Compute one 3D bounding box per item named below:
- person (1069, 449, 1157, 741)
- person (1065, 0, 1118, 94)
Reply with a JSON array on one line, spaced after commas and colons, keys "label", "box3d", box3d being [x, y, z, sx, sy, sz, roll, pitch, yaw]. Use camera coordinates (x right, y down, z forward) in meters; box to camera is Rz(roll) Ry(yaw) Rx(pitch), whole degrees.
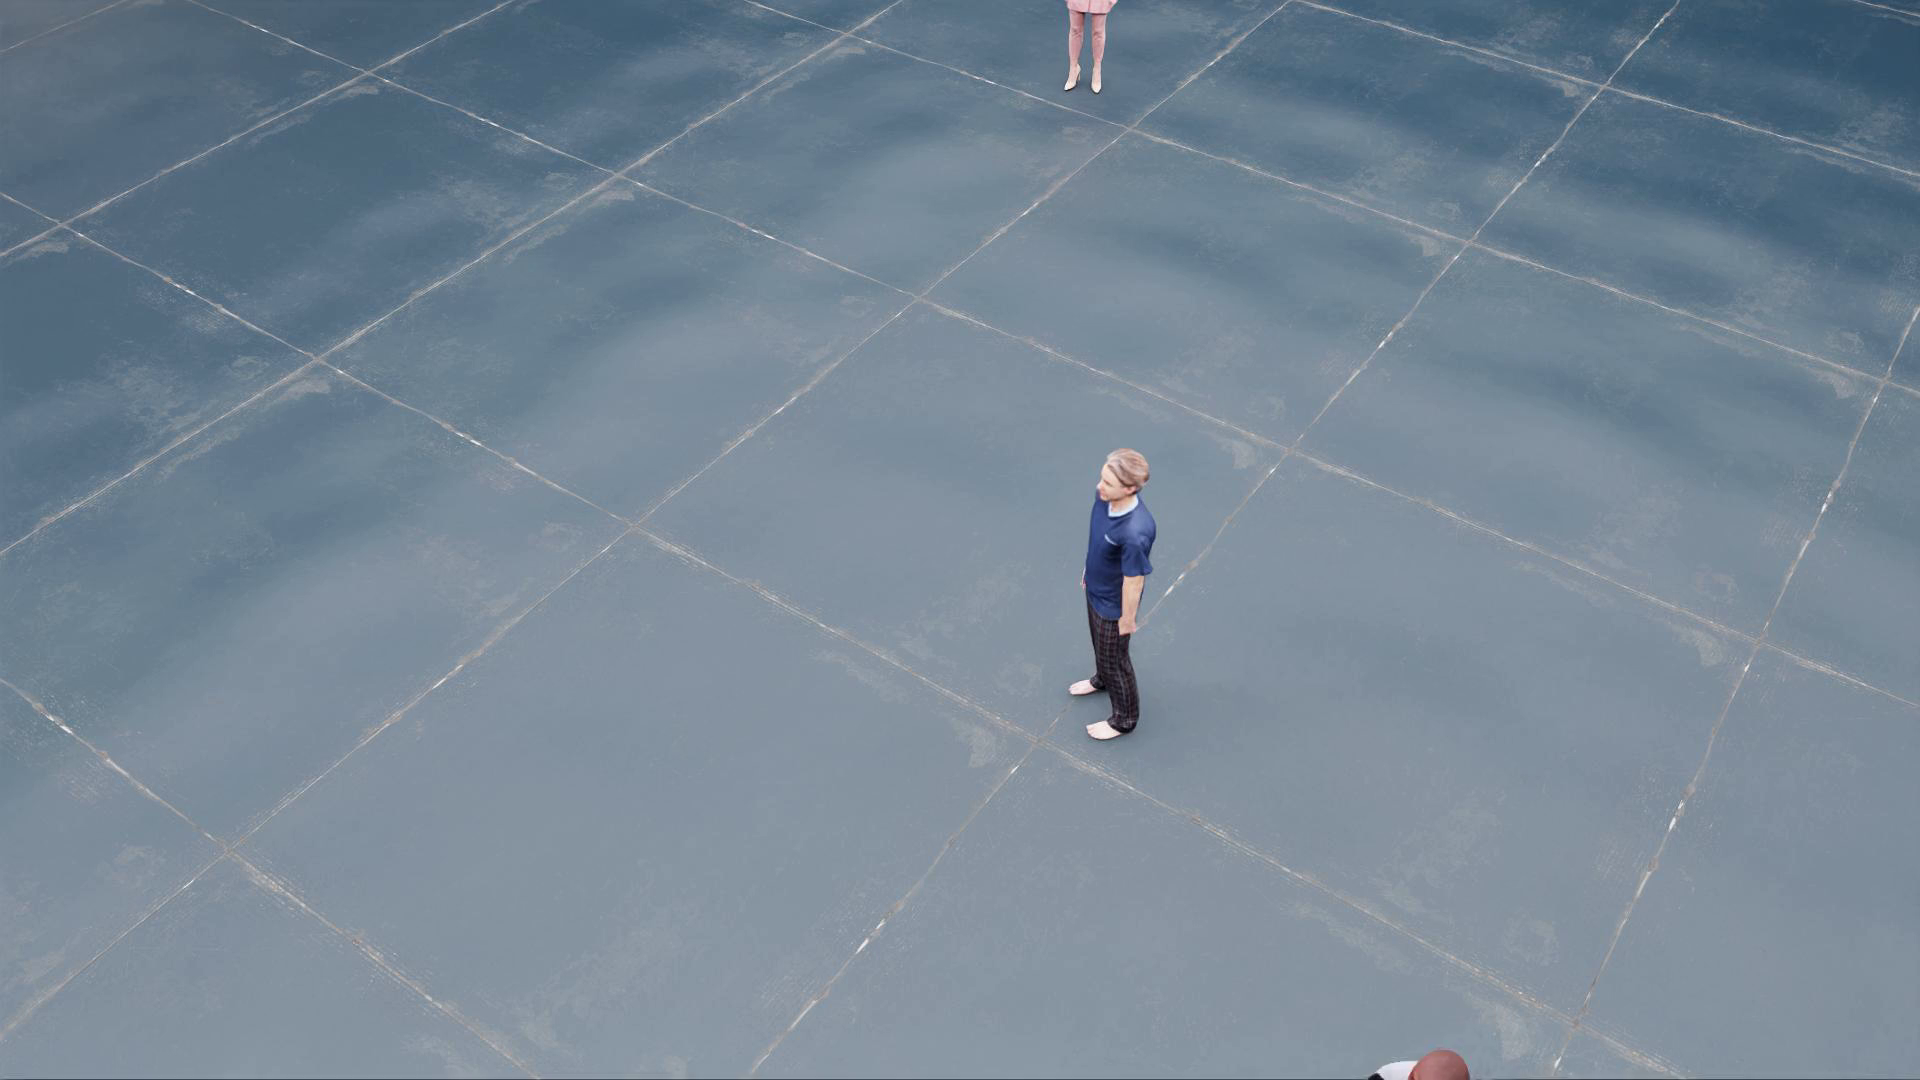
[{"label": "person", "box3d": [0.795, 0.259, 8.572, 0.779, 1.866, 0.705, -9, 44, -9]}, {"label": "person", "box3d": [1.092, -4.606, 13.830, 0.593, 1.803, 0.744, 9, 44, 9]}]
